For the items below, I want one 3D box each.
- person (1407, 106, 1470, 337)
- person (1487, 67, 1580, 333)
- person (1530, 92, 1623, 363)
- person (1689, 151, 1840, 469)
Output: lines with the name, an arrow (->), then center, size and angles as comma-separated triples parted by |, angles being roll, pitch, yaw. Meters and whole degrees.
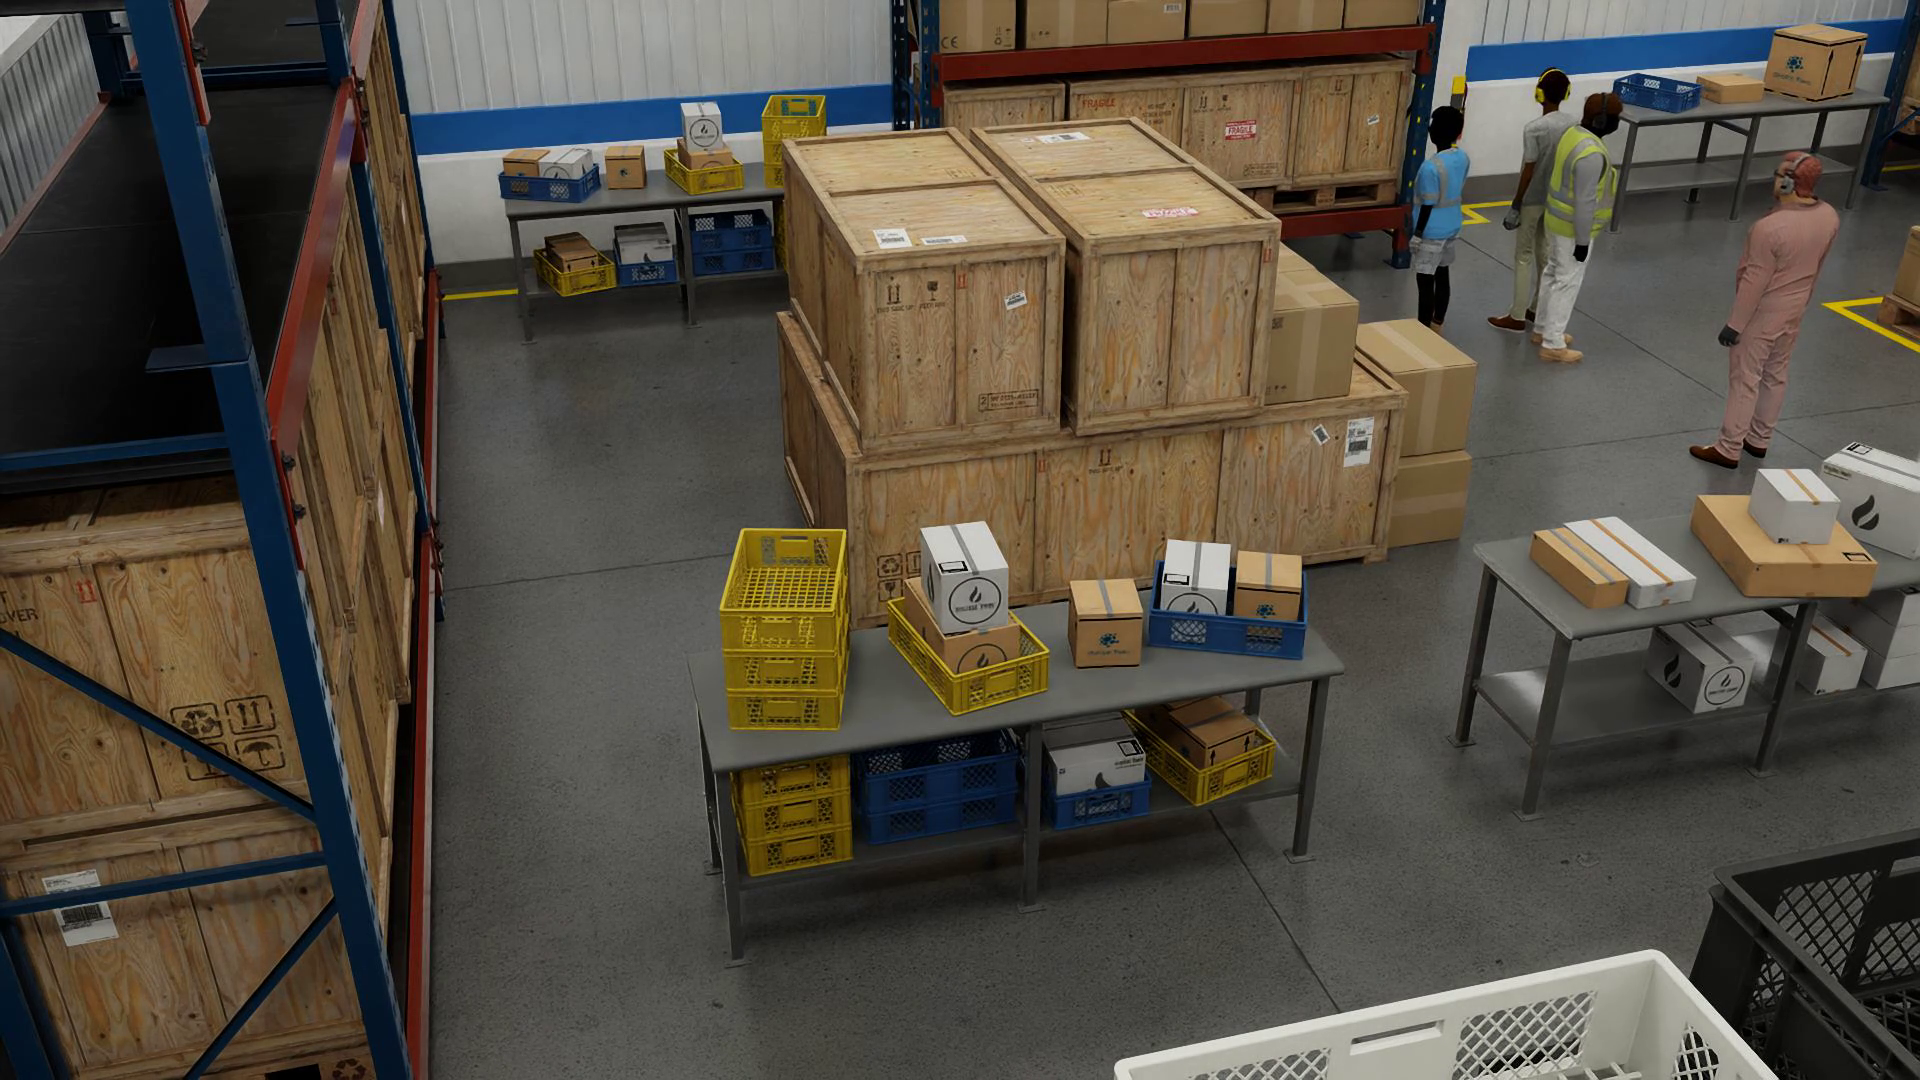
person -> 3.284, -2.148, 11.518 | 0.322, 1.696, 0.536 | 24, 37, 36
person -> 4.080, -2.391, 11.790 | 0.513, 1.865, 0.329 | -16, 33, -26
person -> 4.208, -2.141, 11.370 | 0.430, 1.834, 0.643 | 4, 29, 7
person -> 4.769, -1.354, 9.859 | 0.638, 1.913, 0.408 | -15, 32, -25
